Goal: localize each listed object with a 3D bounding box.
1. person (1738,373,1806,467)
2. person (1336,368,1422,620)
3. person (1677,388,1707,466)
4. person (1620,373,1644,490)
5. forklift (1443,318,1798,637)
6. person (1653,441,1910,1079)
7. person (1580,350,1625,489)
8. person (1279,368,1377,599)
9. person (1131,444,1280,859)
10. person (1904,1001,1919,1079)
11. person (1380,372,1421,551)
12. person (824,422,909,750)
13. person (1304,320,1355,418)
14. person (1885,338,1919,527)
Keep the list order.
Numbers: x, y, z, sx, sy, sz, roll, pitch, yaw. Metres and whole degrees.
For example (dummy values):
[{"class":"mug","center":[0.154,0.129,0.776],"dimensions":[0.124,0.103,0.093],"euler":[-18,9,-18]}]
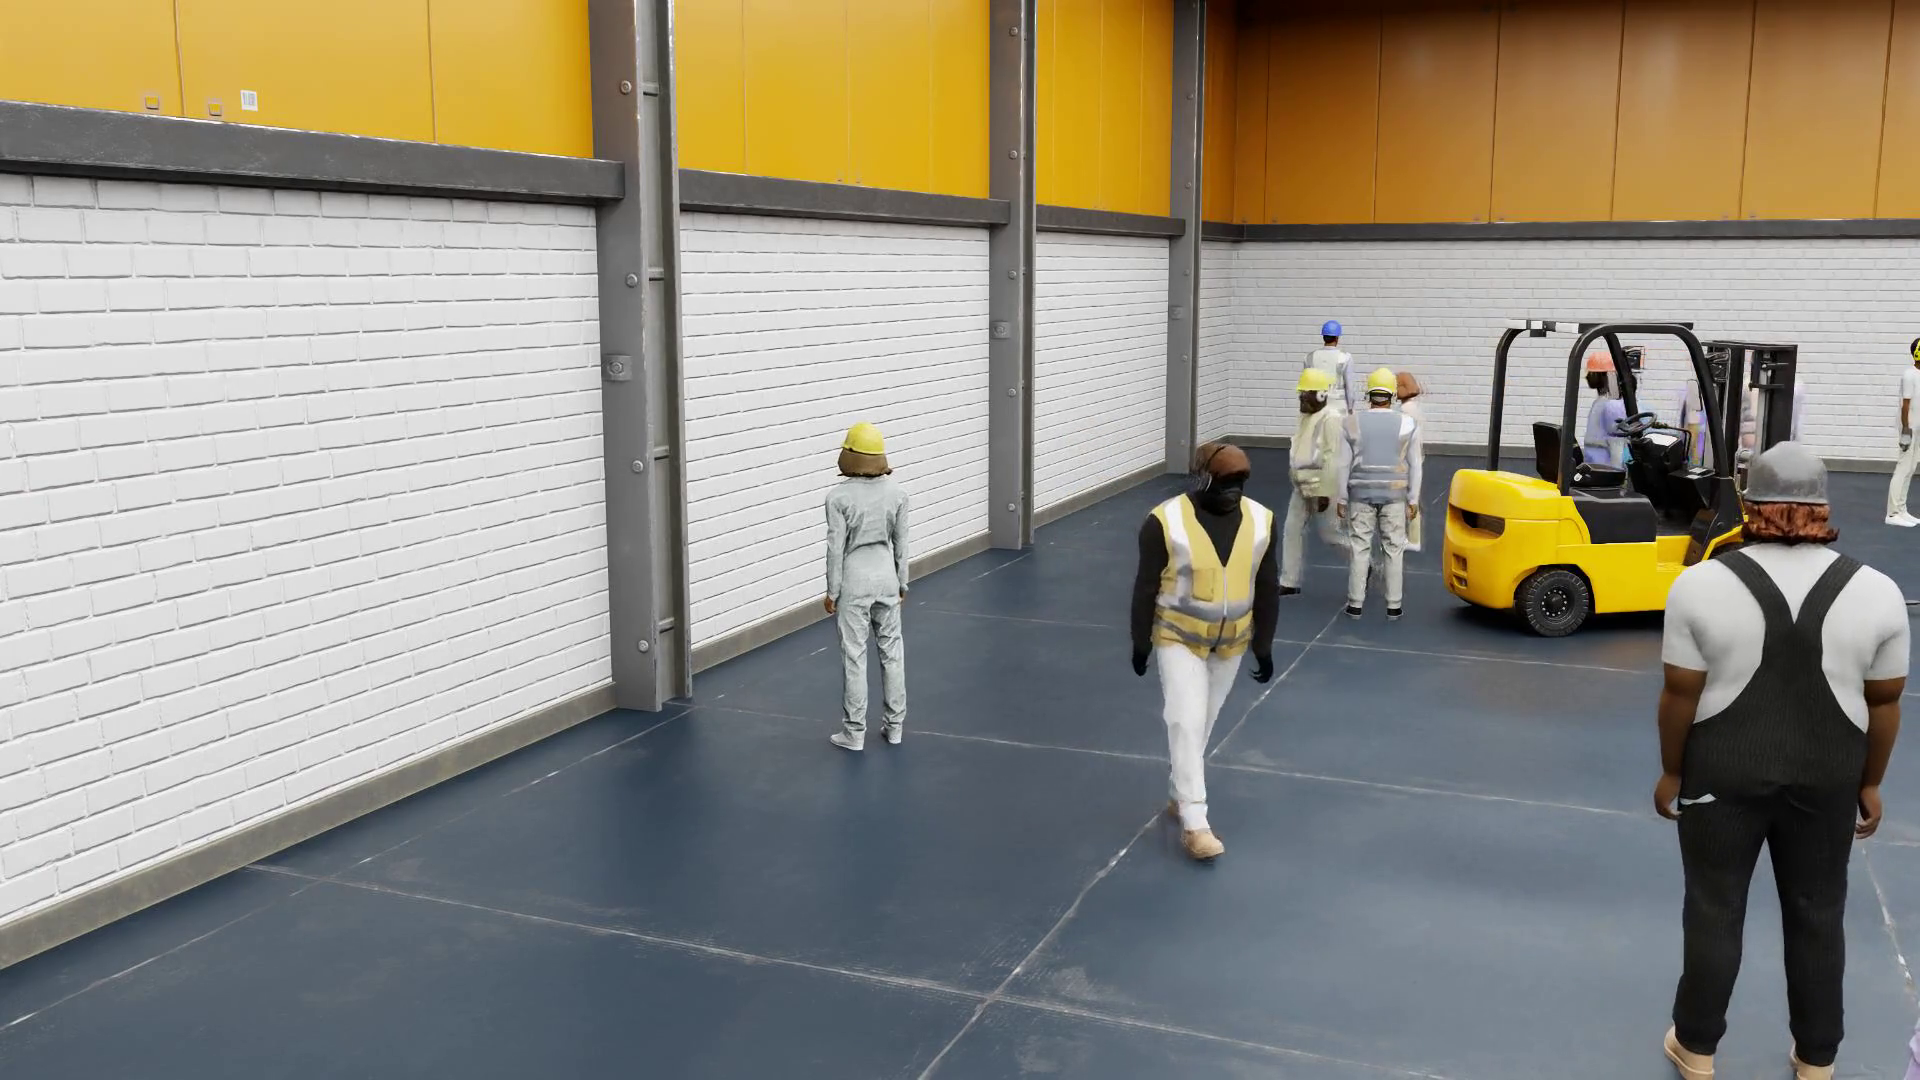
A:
[{"class":"person","center":[7.580,-0.912,15.639],"dimensions":[0.640,1.831,0.506],"euler":[6,11,31]},{"class":"person","center":[3.026,-0.326,12.048],"dimensions":[0.600,1.832,0.404],"euler":[2,10,11]},{"class":"person","center":[6.355,-0.687,14.248],"dimensions":[0.558,1.827,0.443],"euler":[-8,12,-41]},{"class":"person","center":[5.677,-0.623,14.329],"dimensions":[0.548,1.667,0.540],"euler":[4,10,21]},{"class":"forklift","center":[4.706,-0.497,11.990],"dimensions":[2.313,2.155,1.214],"euler":[-2,10,-10]},{"class":"person","center":[2.526,0.697,5.215],"dimensions":[0.688,2.000,0.536],"euler":[2,10,15]},{"class":"person","center":[5.288,-0.619,13.700],"dimensions":[1.028,1.889,0.550],"euler":[3,10,17]},{"class":"person","center":[2.802,-0.430,12.791],"dimensions":[0.833,1.801,0.599],"euler":[-3,10,-20]},{"class":"person","center":[1.099,0.470,7.339],"dimensions":[0.644,1.795,0.867],"euler":[-3,10,-17]},{"class":"person","center":[1.938,1.146,2.904],"dimensions":[0.650,1.906,0.401],"euler":[1,9,3]},{"class":"person","center":[3.942,-0.687,14.886],"dimensions":[0.487,1.615,0.523],"euler":[3,10,17]},{"class":"person","center":[-0.501,0.243,8.857],"dimensions":[0.493,1.746,0.282],"euler":[-5,11,-30]},{"class":"person","center":[4.195,-1.518,18.921],"dimensions":[0.605,1.948,0.385],"euler":[5,11,30]},{"class":"person","center":[9.425,-1.070,16.444],"dimensions":[0.309,1.868,0.534],"euler":[9,13,44]}]
